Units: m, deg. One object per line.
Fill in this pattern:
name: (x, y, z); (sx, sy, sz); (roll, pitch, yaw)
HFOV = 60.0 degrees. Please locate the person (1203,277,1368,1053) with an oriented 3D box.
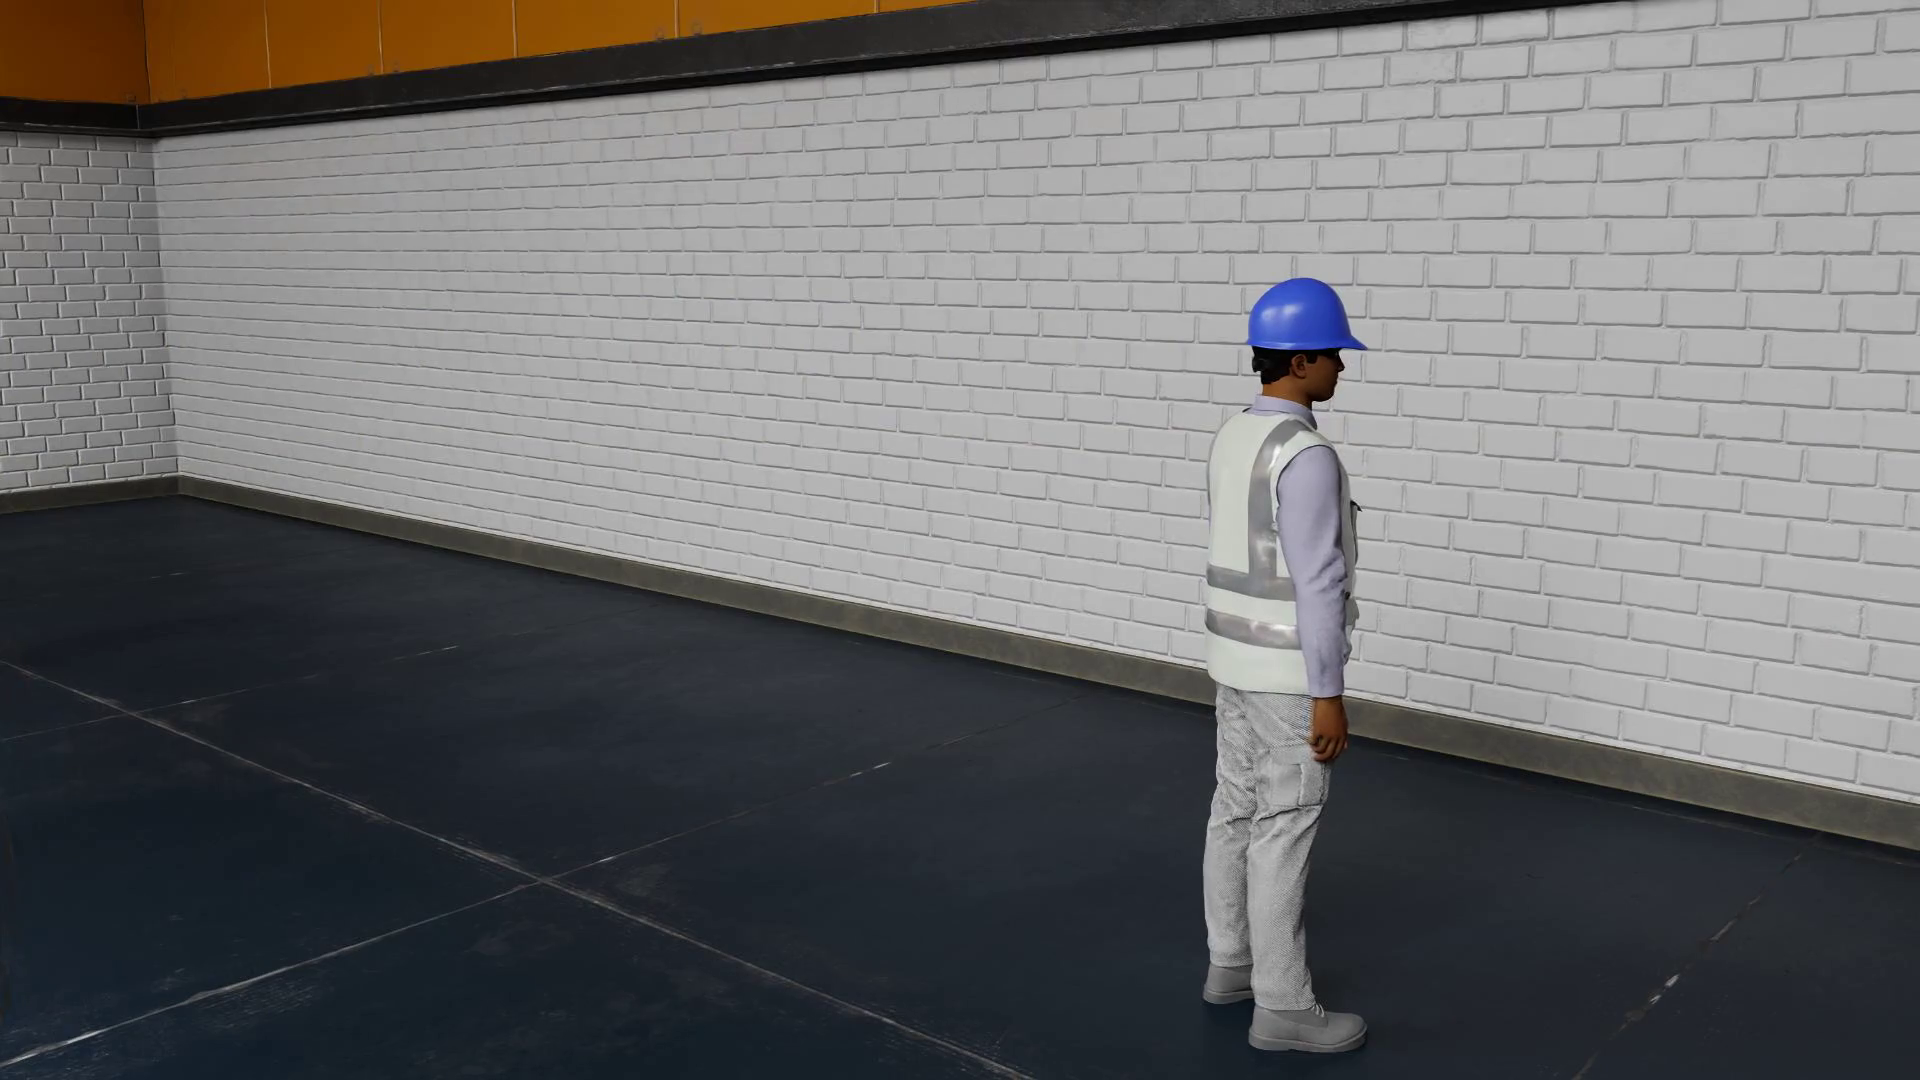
person: (0.816, 0.317, 4.240); (0.384, 1.949, 0.604); (-2, 10, -14)
